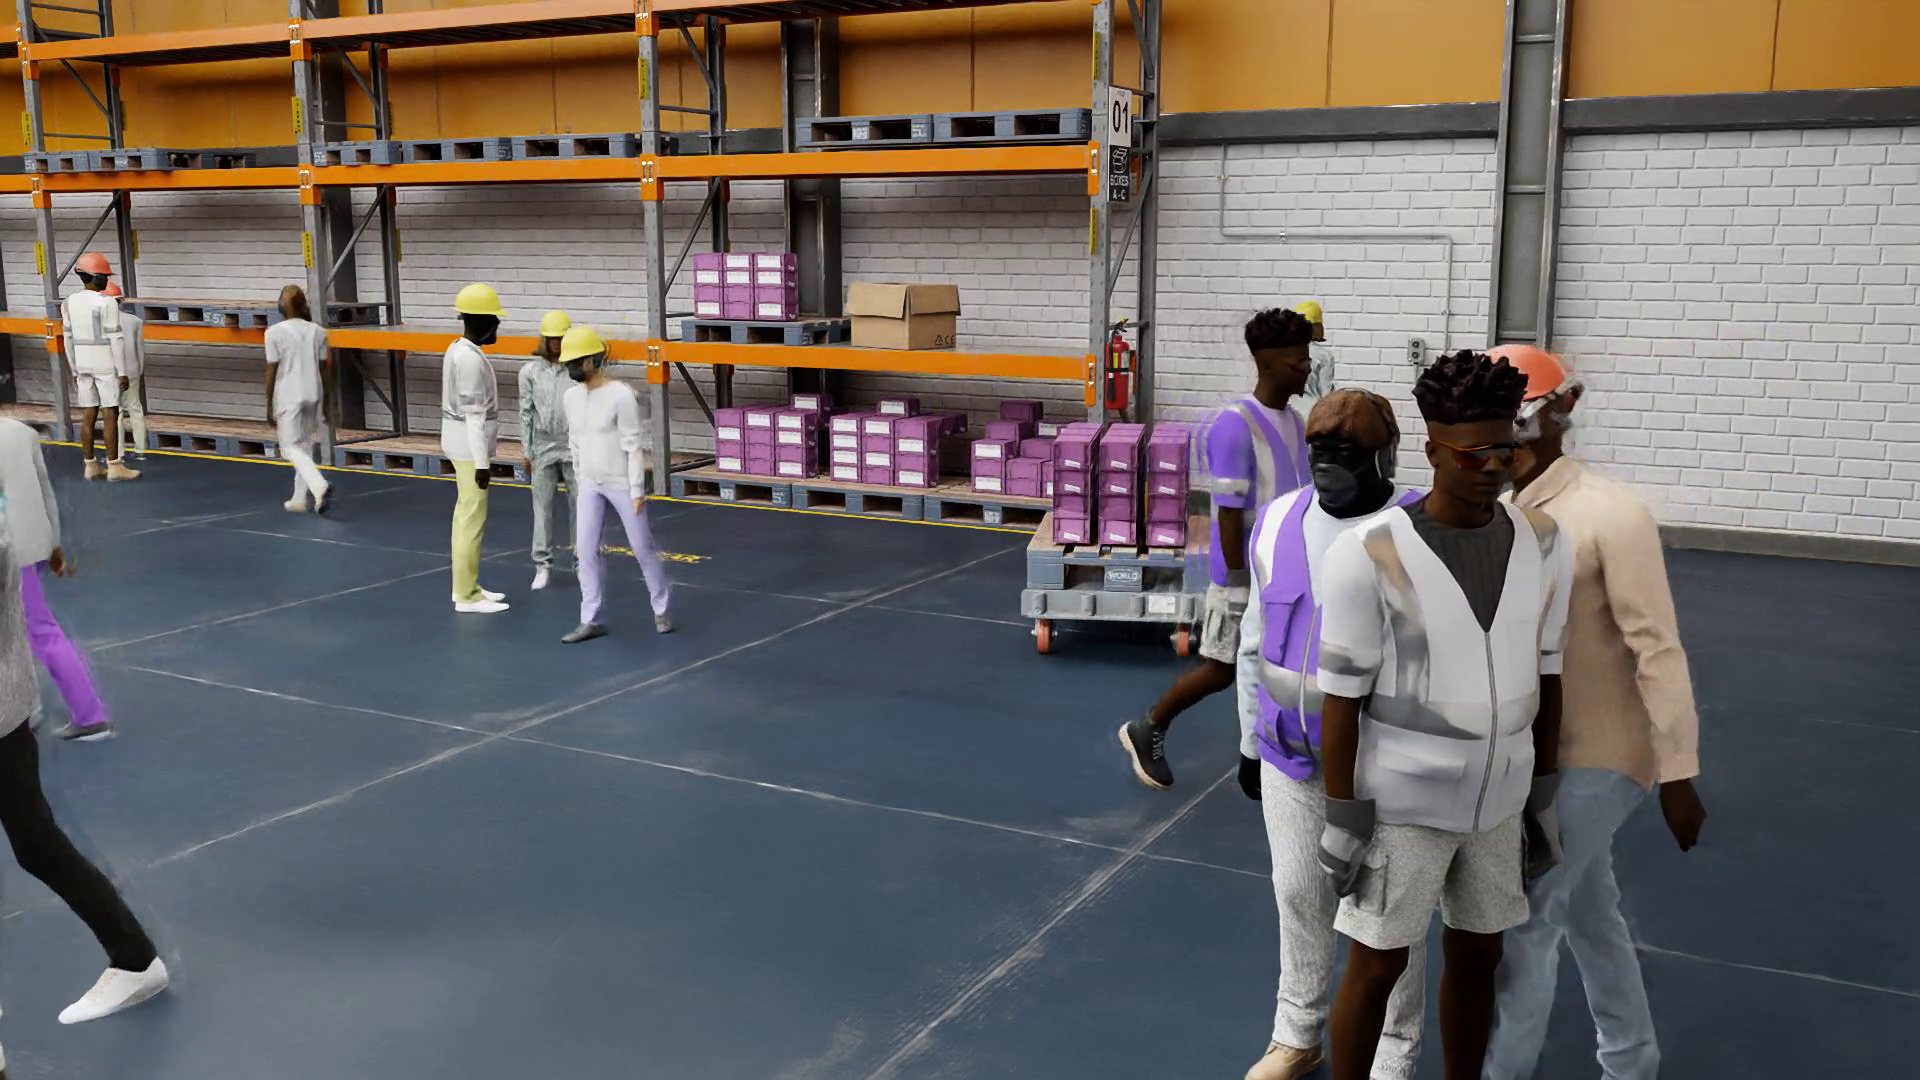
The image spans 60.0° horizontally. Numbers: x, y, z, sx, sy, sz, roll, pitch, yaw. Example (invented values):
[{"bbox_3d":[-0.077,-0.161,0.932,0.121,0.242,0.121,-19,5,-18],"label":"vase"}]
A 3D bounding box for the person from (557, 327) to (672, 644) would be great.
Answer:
[{"bbox_3d":[-1.881,-0.308,9.075,0.533,1.717,0.660,5,12,27],"label":"person"}]

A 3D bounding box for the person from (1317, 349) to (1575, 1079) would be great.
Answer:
[{"bbox_3d":[1.060,0.556,3.668,0.606,1.957,0.385,-3,11,-16],"label":"person"}]

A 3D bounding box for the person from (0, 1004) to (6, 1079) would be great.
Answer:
[{"bbox_3d":[-1.662,0.860,2.533,0.334,1.760,0.523,2,11,13],"label":"person"}]

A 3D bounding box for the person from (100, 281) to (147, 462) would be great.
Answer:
[{"bbox_3d":[-8.202,-1.632,16.197,0.318,1.756,0.560,5,12,27],"label":"person"}]

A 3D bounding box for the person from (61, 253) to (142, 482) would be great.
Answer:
[{"bbox_3d":[-7.712,-1.545,14.937,0.613,2.041,0.393,4,11,19],"label":"person"}]

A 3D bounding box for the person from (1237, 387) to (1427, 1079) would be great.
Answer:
[{"bbox_3d":[0.943,0.539,4.102,0.628,1.835,0.430,9,14,42],"label":"person"}]

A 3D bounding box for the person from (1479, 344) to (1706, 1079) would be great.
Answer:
[{"bbox_3d":[1.373,0.516,3.959,0.799,1.930,0.686,-1,10,-6],"label":"person"}]

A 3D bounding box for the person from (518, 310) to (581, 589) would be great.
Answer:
[{"bbox_3d":[-2.483,-0.557,10.346,0.492,1.740,0.324,-3,11,-14],"label":"person"}]

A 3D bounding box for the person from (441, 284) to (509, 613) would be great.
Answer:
[{"bbox_3d":[-2.818,-0.531,9.739,0.413,1.919,0.589,-4,11,-20],"label":"person"}]

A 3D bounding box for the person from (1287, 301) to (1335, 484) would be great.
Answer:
[{"bbox_3d":[2.402,-0.798,11.661,0.486,1.744,0.310,8,13,37],"label":"person"}]

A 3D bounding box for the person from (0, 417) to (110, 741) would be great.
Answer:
[{"bbox_3d":[-4.118,0.047,7.136,0.851,1.699,0.577,0,10,-2],"label":"person"}]

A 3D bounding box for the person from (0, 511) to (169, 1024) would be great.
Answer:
[{"bbox_3d":[-2.654,0.494,4.409,0.533,1.818,0.983,9,13,39],"label":"person"}]

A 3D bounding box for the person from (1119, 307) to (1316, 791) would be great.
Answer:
[{"bbox_3d":[1.064,0.083,6.311,0.899,1.940,0.595,9,14,42],"label":"person"}]

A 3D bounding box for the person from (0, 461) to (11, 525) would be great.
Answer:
[{"bbox_3d":[-3.449,0.199,5.456,0.620,2.007,0.524,-4,11,-19],"label":"person"}]

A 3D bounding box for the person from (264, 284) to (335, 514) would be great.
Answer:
[{"bbox_3d":[-5.153,-1.086,13.029,0.726,1.823,0.523,8,13,38],"label":"person"}]
